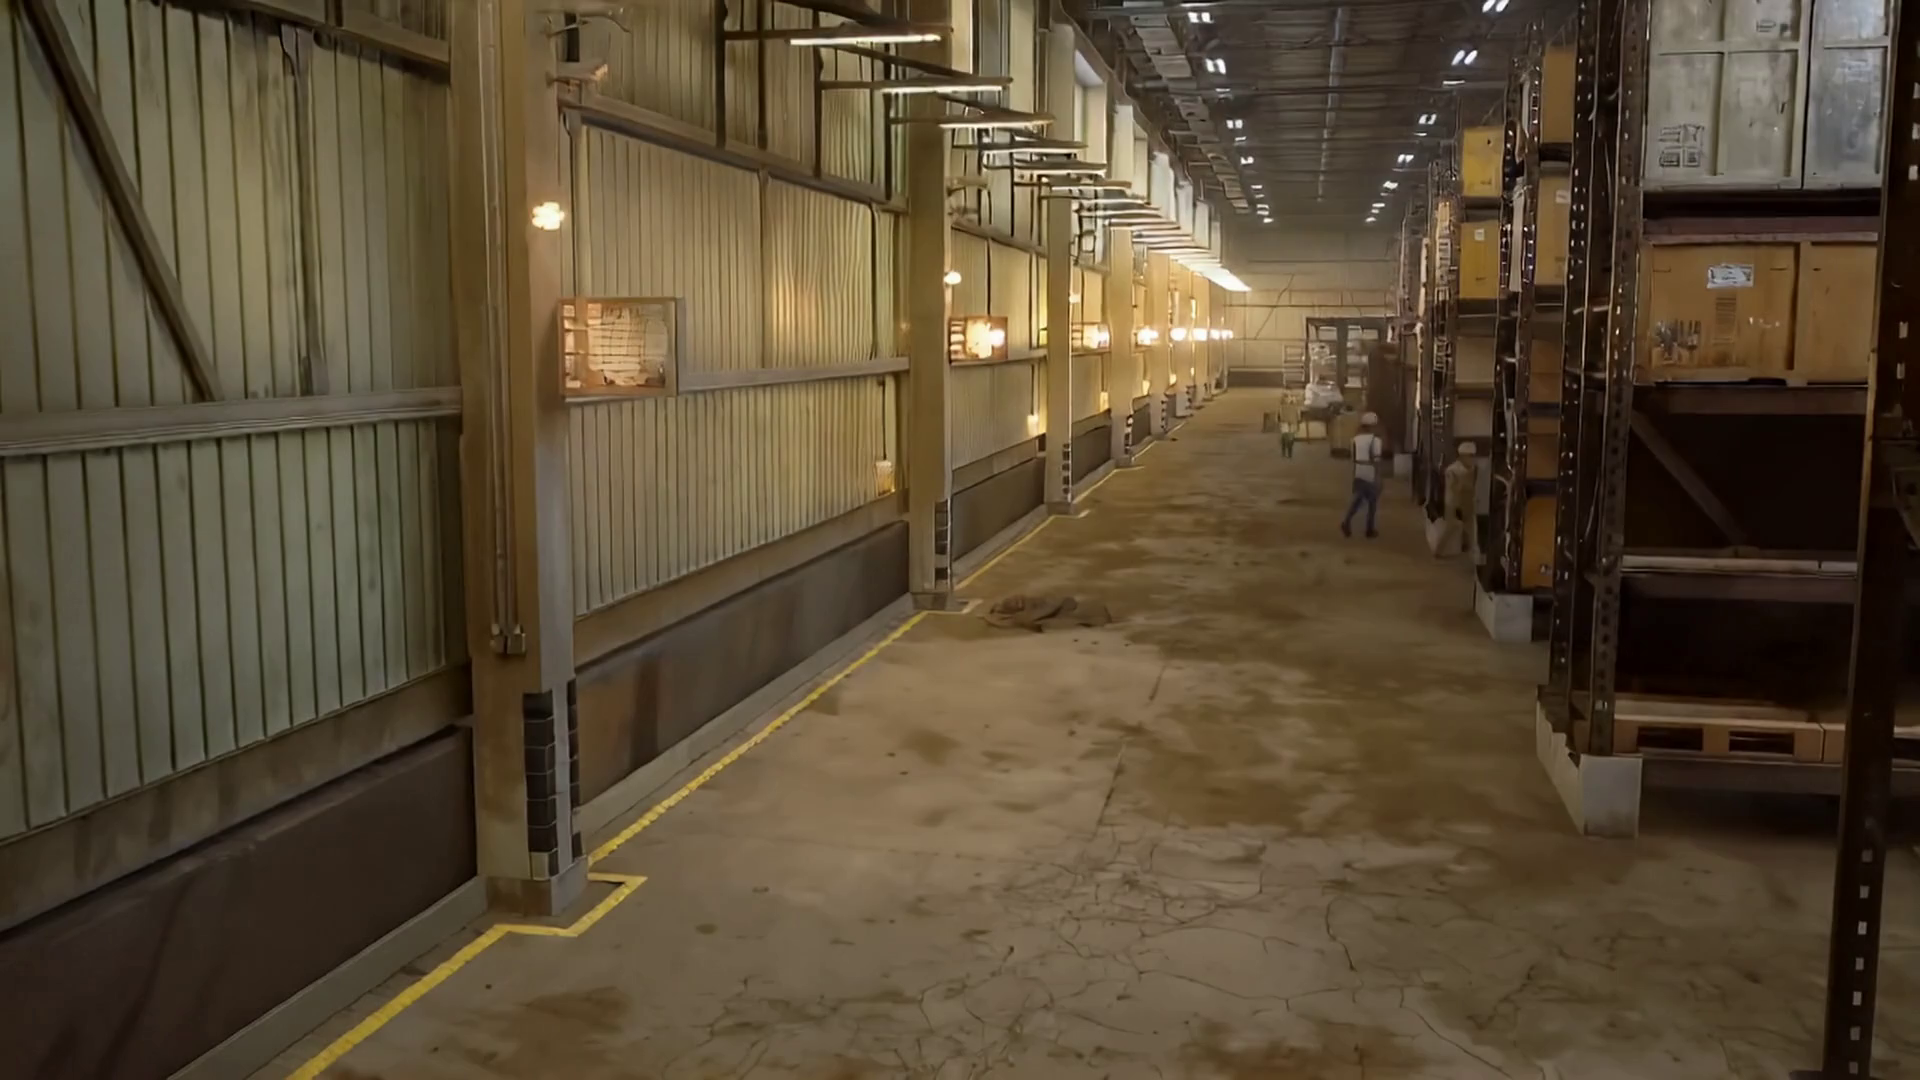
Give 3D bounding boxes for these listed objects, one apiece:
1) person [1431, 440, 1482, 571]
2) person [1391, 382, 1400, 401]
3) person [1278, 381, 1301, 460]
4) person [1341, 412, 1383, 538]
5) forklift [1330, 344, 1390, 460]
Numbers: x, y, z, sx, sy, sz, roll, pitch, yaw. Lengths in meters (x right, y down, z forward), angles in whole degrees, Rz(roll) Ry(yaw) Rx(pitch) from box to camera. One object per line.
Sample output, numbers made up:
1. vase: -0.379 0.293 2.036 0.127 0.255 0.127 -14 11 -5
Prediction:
1. person: 6.537 -0.459 21.738 0.554 1.712 0.908 -3 8 -26
2. person: 12.331 -3.601 46.783 0.347 1.735 0.485 -5 9 -34
3. person: 8.008 -2.893 40.388 0.565 1.909 0.759 1 7 6
4. person: 6.032 -0.954 24.909 0.746 1.916 0.542 -7 10 -43
5. forklift: 9.913 -3.329 40.036 1.873 2.768 1.129 1 7 12
